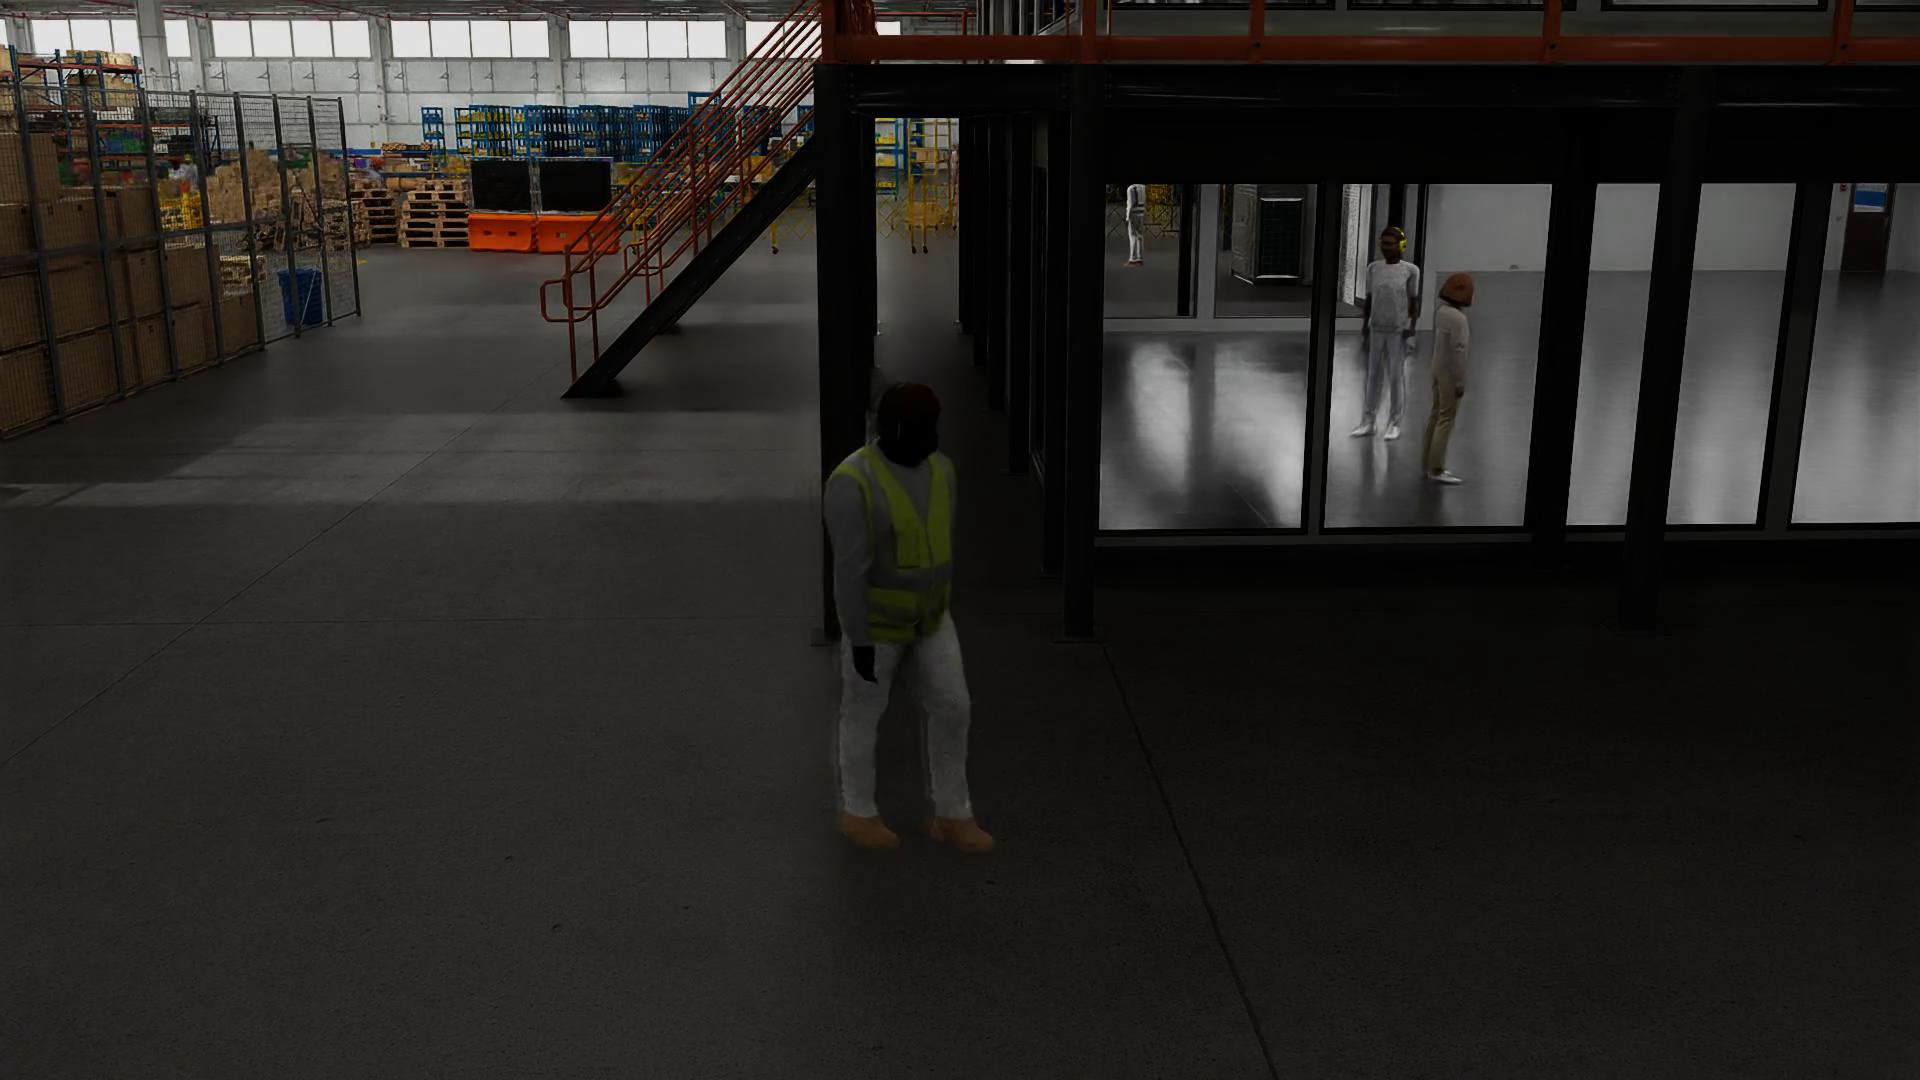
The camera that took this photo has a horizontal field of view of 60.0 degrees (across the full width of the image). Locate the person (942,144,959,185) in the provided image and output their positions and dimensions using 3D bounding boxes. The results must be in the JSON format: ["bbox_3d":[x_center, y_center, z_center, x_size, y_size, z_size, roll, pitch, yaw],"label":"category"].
[{"bbox_3d":[-0.266,-16.780,74.487,1.041,1.847,0.656,4,15,15],"label":"person"}]

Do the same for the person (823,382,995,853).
[{"bbox_3d":[-0.182,0.328,6.196,0.649,1.817,0.746,-12,19,-40],"label":"person"}]

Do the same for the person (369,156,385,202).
[{"bbox_3d":[-14.014,-8.291,40.312,1.008,1.967,0.645,-1,14,-3],"label":"person"}]

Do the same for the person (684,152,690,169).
[{"bbox_3d":[-10.632,-14.424,65.245,0.314,1.768,0.527,-14,19,-43],"label":"person"}]

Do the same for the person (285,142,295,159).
[{"bbox_3d":[-30.552,-17.242,76.138,0.979,1.962,0.624,-4,15,-15],"label":"person"}]

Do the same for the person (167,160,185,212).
[{"bbox_3d":[-24.253,-10.955,51.586,0.537,1.668,0.817,0,14,-1],"label":"person"}]

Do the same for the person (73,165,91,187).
[{"bbox_3d":[-16.508,-6.085,31.470,0.645,1.980,0.433,11,18,37],"label":"person"}]

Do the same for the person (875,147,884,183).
[{"bbox_3d":[-3.601,-16.108,71.904,0.903,1.792,0.623,11,18,37],"label":"person"}]

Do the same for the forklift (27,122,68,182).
[{"bbox_3d":[-35.376,-14.773,64.377,1.129,2.768,1.873,-1,14,-2],"label":"forklift"}]

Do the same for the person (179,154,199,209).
[{"bbox_3d":[-24.964,-11.593,53.894,0.597,1.792,0.927,-1,14,-3],"label":"person"}]

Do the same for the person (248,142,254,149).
[{"bbox_3d":[-39.192,-21.112,91.889,0.762,1.819,0.623,-8,16,-29],"label":"person"}]
